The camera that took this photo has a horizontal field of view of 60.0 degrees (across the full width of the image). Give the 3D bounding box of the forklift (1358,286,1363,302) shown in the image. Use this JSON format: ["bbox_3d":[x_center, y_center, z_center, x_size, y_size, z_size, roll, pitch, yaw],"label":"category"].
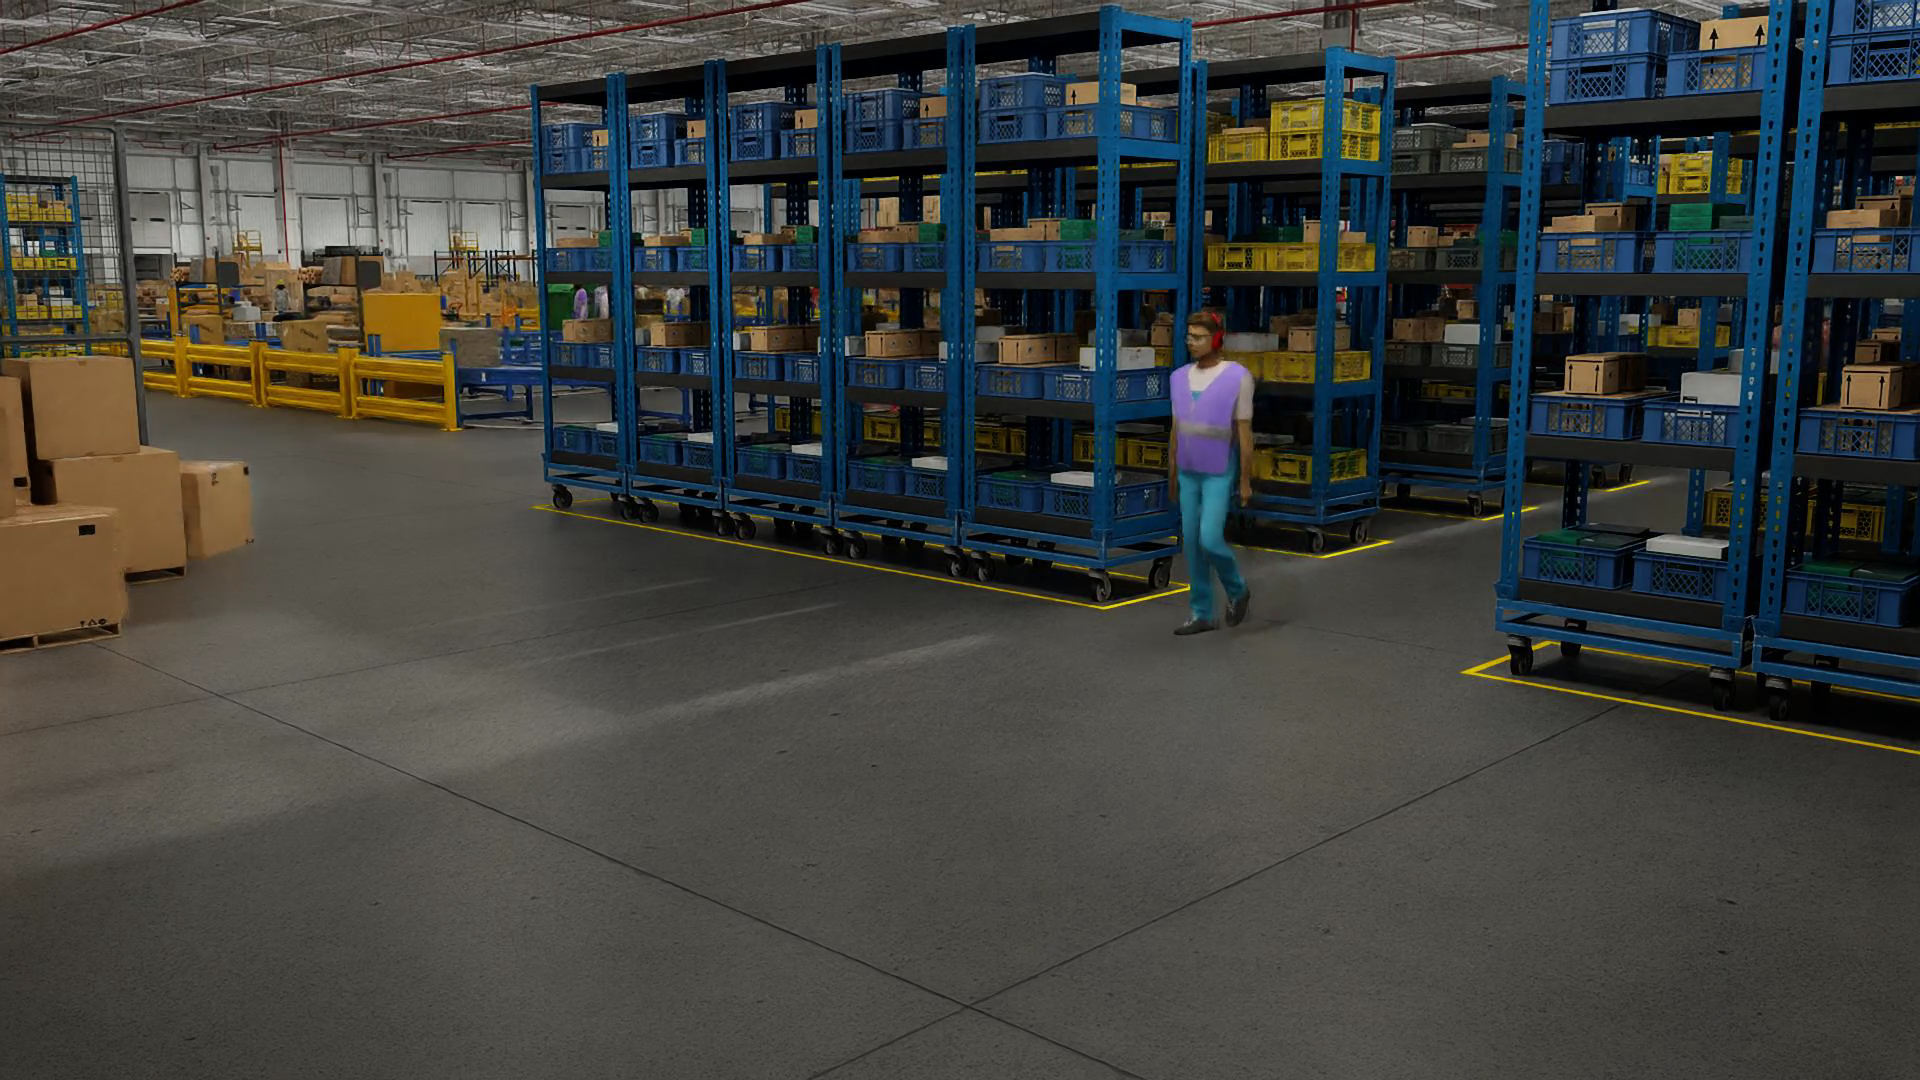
[{"bbox_3d":[11.100,-7.017,46.970,1.873,2.768,1.129,9,13,43],"label":"forklift"}]

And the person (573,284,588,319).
[{"bbox_3d":[-8.906,-5.236,38.962,0.371,1.928,0.543,-3,10,-19],"label":"person"}]

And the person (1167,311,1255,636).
[{"bbox_3d":[1.390,-0.363,9.350,0.435,1.836,0.587,-8,12,-42],"label":"person"}]

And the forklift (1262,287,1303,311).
[{"bbox_3d":[10.769,-8.203,54.240,1.129,2.768,1.873,8,12,42],"label":"forklift"}]

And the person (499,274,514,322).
[{"bbox_3d":[-17.469,-9.326,64.267,0.753,1.845,0.569,-7,12,-38],"label":"person"}]

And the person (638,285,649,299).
[{"bbox_3d":[-11.966,-9.012,62.990,0.548,1.625,0.389,4,10,23],"label":"person"}]

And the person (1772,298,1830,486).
[{"bbox_3d":[7.235,-1.252,14.496,1.025,1.933,0.645,-4,10,-24],"label":"person"}]

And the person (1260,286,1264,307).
[{"bbox_3d":[10.856,-8.855,60.846,0.614,2.036,0.411,2,10,14],"label":"person"}]

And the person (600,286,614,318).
[{"bbox_3d":[-6.924,-4.185,32.755,0.695,1.868,0.664,2,10,14],"label":"person"}]

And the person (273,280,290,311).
[{"bbox_3d":[-22.505,-7.779,55.200,0.491,1.721,0.741,-4,10,-25],"label":"person"}]

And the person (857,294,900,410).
[{"bbox_3d":[-1.189,-2.483,22.686,0.821,1.737,0.528,-9,13,-42],"label":"person"}]

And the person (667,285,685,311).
[{"bbox_3d":[-8.642,-7.078,50.651,0.807,1.804,0.594,9,13,44],"label":"person"}]

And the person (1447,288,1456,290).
[{"bbox_3d":[18.632,-9.060,63.340,0.610,1.617,0.509,-6,11,-33],"label":"person"}]

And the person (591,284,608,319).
[{"bbox_3d":[-8.381,-5.340,39.423,0.620,1.988,0.642,7,12,38],"label":"person"}]

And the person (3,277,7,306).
[{"bbox_3d":[-46.761,-12.168,81.735,0.853,1.846,0.525,-3,10,-18],"label":"person"}]
